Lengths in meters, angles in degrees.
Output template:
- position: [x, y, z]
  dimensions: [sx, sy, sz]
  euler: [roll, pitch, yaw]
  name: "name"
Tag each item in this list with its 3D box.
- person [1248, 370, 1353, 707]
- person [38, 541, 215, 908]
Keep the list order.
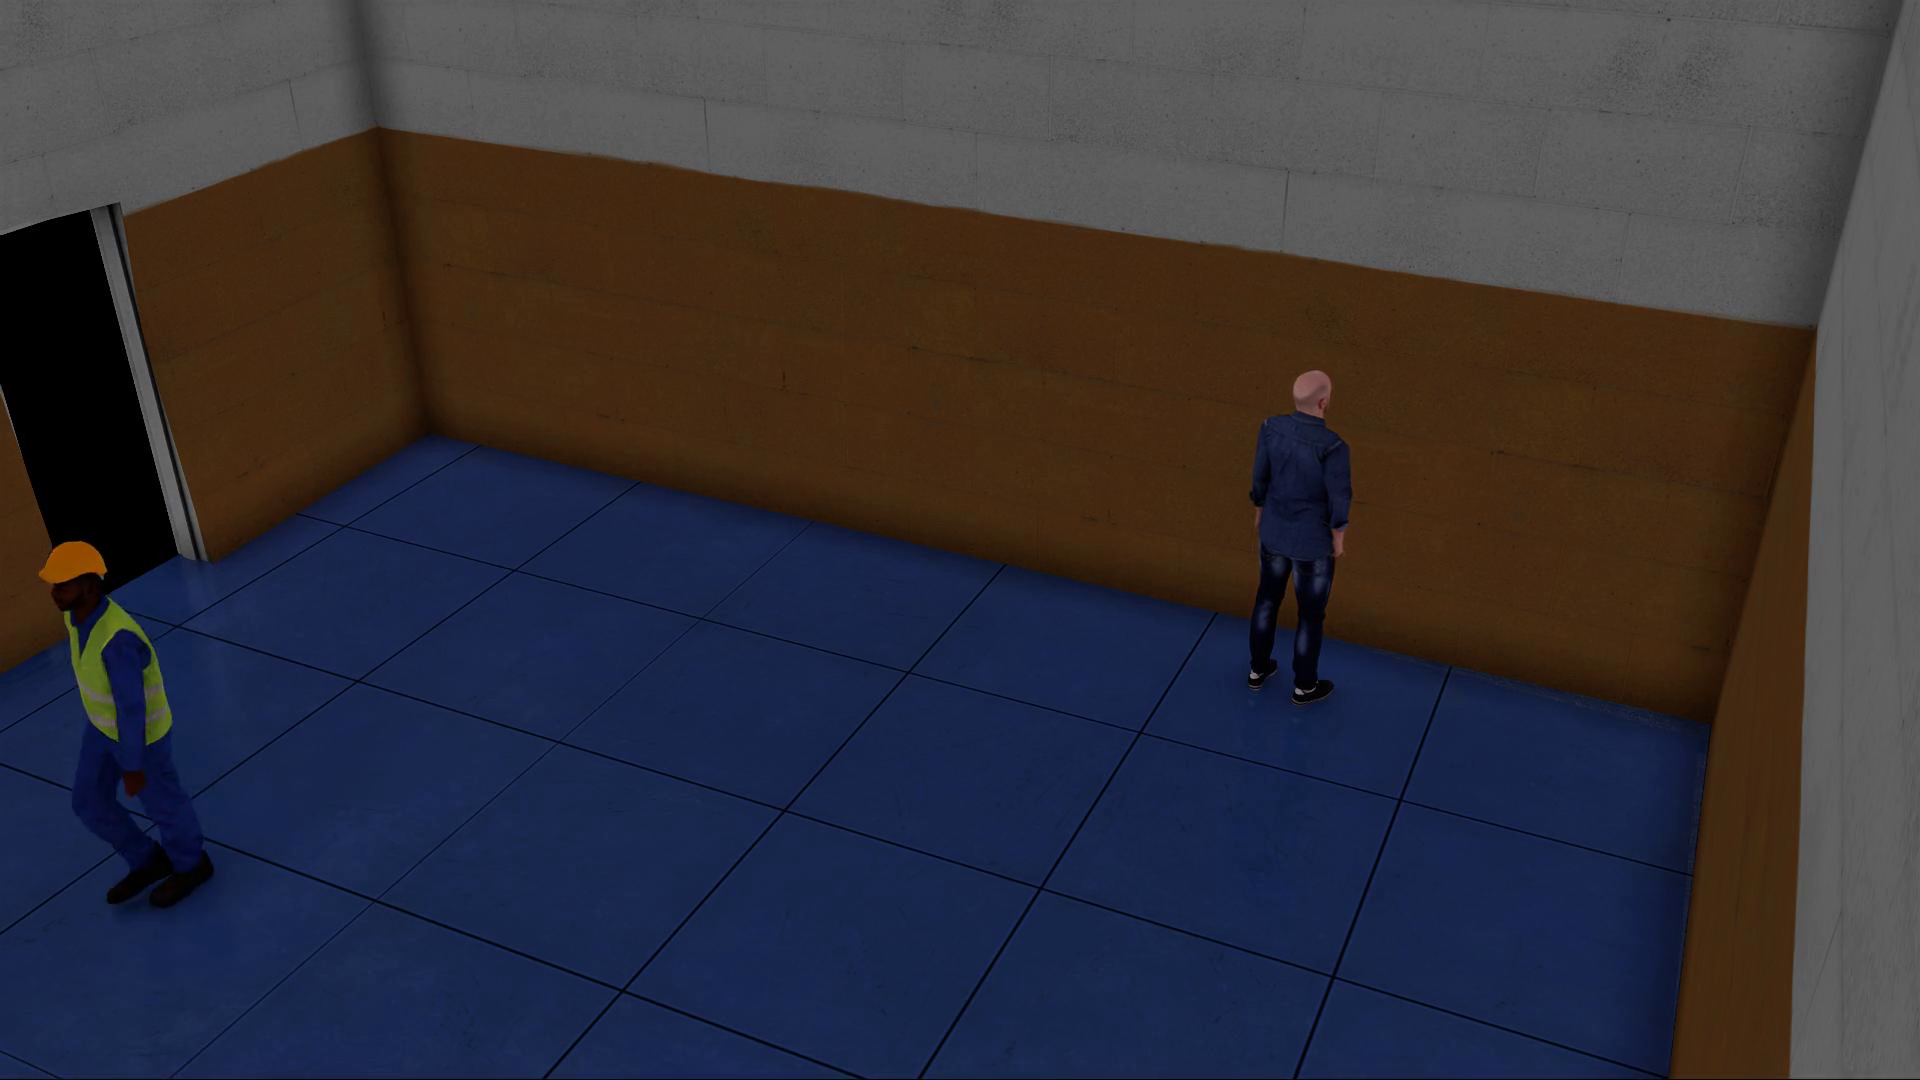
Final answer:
- position: [1.725, -0.009, 8.492]
  dimensions: [0.654, 1.825, 0.842]
  euler: [24, 37, 37]
  name: "person"
- position: [-3.475, 0.767, 7.095]
  dimensions: [0.681, 1.803, 0.820]
  euler: [20, 35, 33]
  name: "person"
